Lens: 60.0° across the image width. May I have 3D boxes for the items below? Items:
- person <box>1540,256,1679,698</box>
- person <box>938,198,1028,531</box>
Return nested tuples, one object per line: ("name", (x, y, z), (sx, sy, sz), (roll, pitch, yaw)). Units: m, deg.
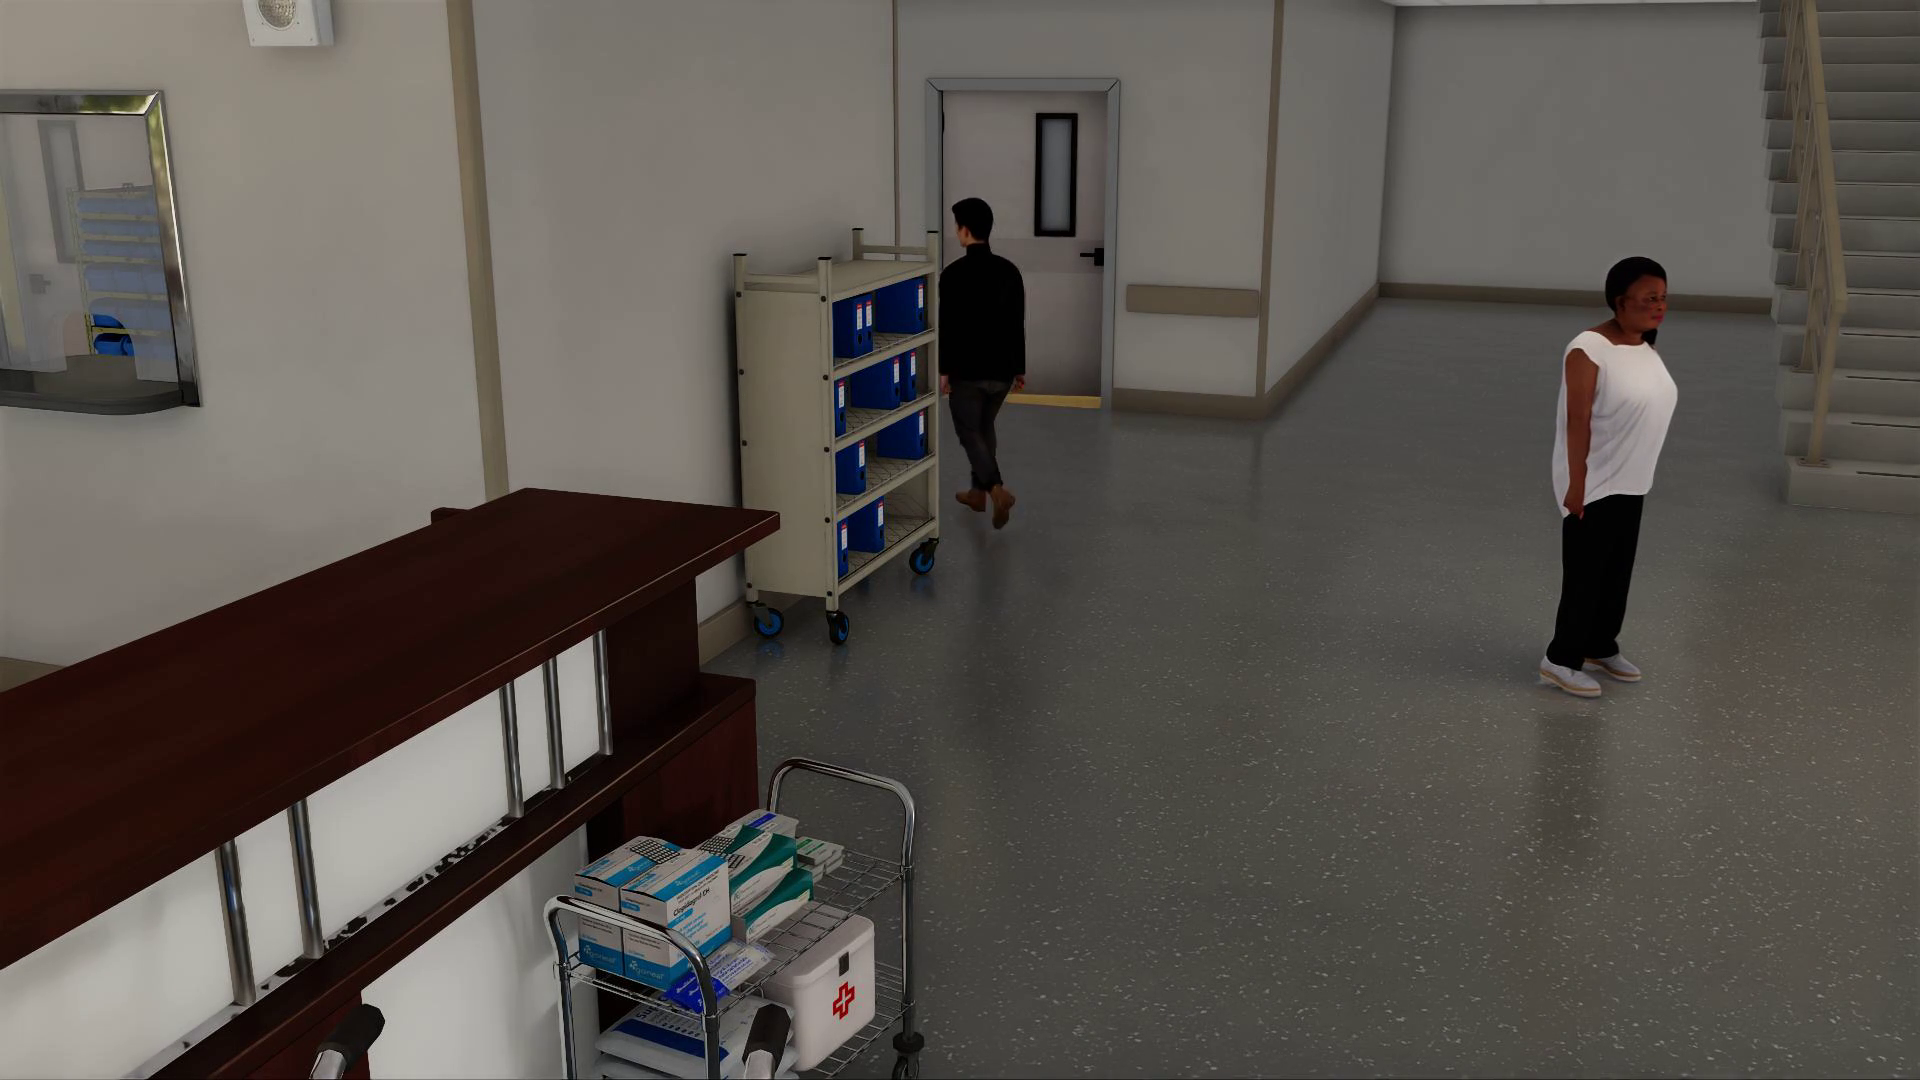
("person", (2.512, -0.250, 6.414), (0.722, 1.686, 0.819), (-13, 20, -38))
("person", (0.130, -0.896, 8.682), (1.068, 1.699, 1.107), (-8, 17, -25))
